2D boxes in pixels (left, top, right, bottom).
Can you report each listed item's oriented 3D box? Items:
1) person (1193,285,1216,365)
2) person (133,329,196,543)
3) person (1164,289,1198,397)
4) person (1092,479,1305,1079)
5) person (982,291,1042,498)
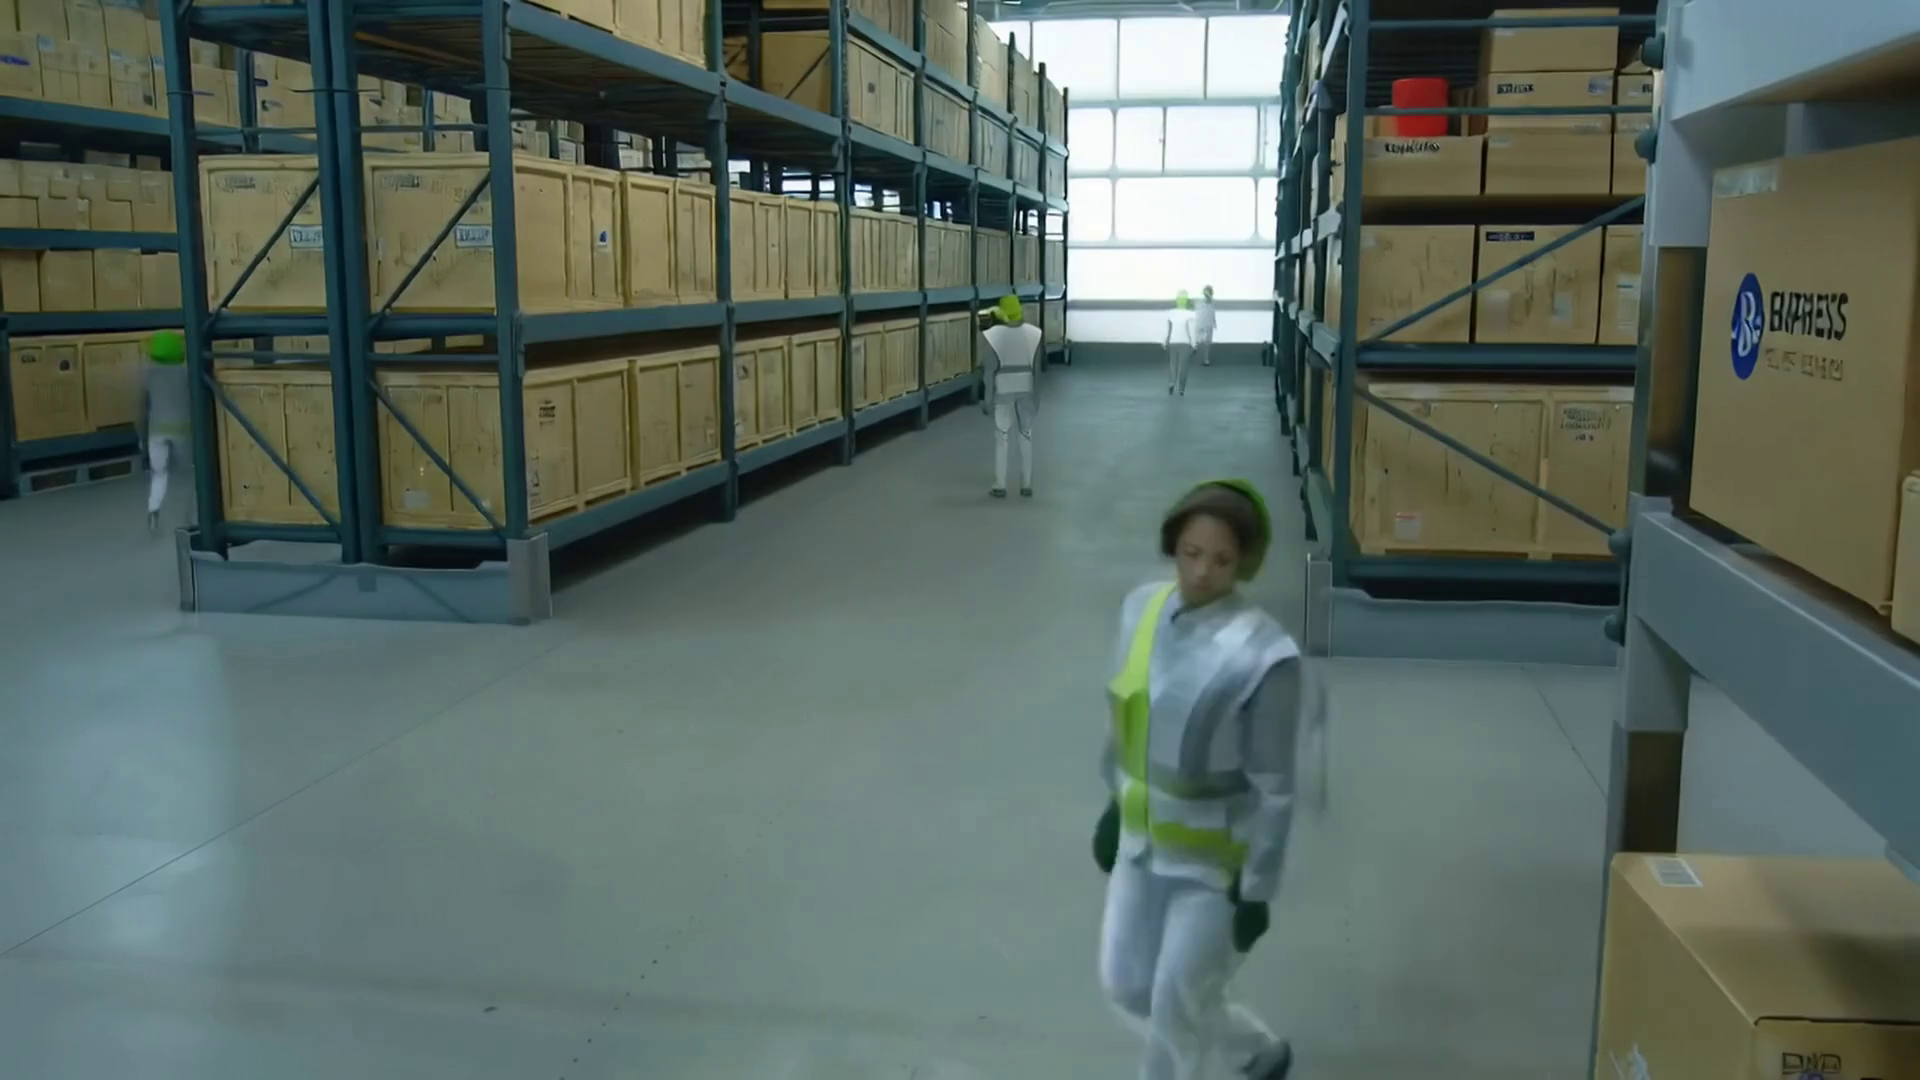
[{"bbox_3d":[5.301,-4.651,36.073,0.580,1.733,0.417,9,13,43],"label":"person"},{"bbox_3d":[-5.895,-0.769,12.395,0.508,1.607,0.702,-2,9,-11],"label":"person"},{"bbox_3d":[3.561,-3.176,26.854,0.549,1.752,0.407,2,9,13],"label":"person"},{"bbox_3d":[0.530,0.658,3.491,0.529,1.613,0.548,-5,11,-30],"label":"person"},{"bbox_3d":[0.466,-1.294,14.902,0.567,1.850,0.389,-3,10,-20],"label":"person"}]
